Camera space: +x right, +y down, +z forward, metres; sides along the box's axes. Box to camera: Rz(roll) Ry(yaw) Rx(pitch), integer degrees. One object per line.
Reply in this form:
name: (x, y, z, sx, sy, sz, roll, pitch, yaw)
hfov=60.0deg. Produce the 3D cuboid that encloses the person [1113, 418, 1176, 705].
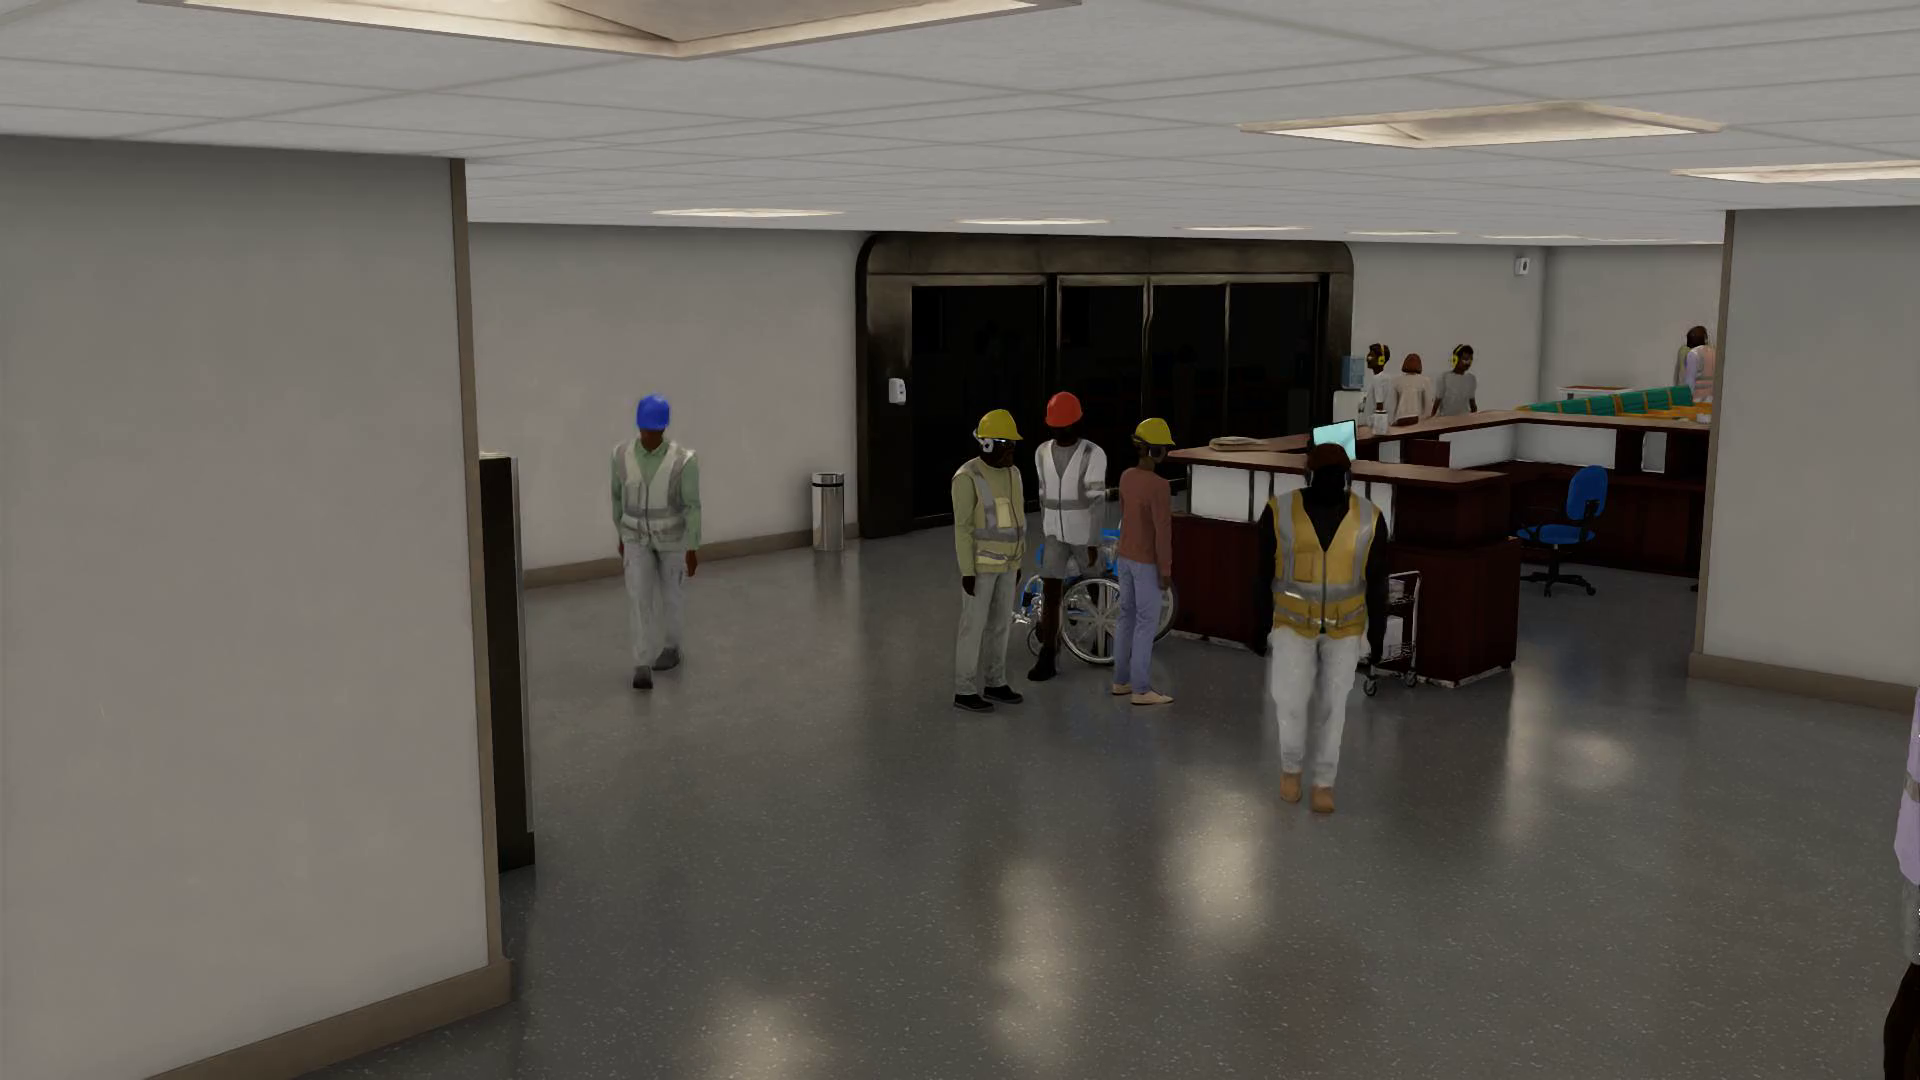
person: (1.146, 0.128, 10.200, 0.338, 1.757, 0.518, -4, 10, -26)

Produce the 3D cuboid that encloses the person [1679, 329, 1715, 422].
person: (10.240, -2.057, 23.407, 0.666, 1.809, 0.814, -7, 11, -36)

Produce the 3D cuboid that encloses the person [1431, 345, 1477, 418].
person: (5.407, -1.179, 17.987, 0.540, 1.827, 0.845, -3, 10, -20)

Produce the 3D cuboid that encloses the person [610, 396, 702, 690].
person: (-1.944, 0.000, 10.652, 0.616, 1.857, 1.058, 0, 9, 2)

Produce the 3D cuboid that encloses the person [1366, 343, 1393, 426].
person: (4.405, -1.147, 17.644, 0.325, 1.877, 0.521, 4, 10, 21)

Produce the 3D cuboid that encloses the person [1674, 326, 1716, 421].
person: (10.684, -2.193, 24.182, 0.621, 1.840, 0.429, 8, 12, 39)

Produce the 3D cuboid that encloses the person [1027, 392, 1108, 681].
person: (0.761, -0.054, 10.997, 0.562, 1.880, 1.027, 5, 11, 29)

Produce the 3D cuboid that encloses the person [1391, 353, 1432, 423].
person: (5.490, -1.459, 20.301, 0.509, 1.632, 0.269, 4, 10, 21)

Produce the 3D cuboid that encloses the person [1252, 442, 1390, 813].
person: (1.758, 0.430, 8.114, 0.656, 1.829, 0.449, 1, 9, 6)

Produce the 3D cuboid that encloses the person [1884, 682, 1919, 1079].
person: (2.864, 0.931, 4.711, 0.379, 1.938, 0.547, 3, 10, 20)

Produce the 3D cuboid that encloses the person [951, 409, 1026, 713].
person: (0.197, 0.126, 10.018, 0.403, 1.827, 0.591, 8, 12, 39)
